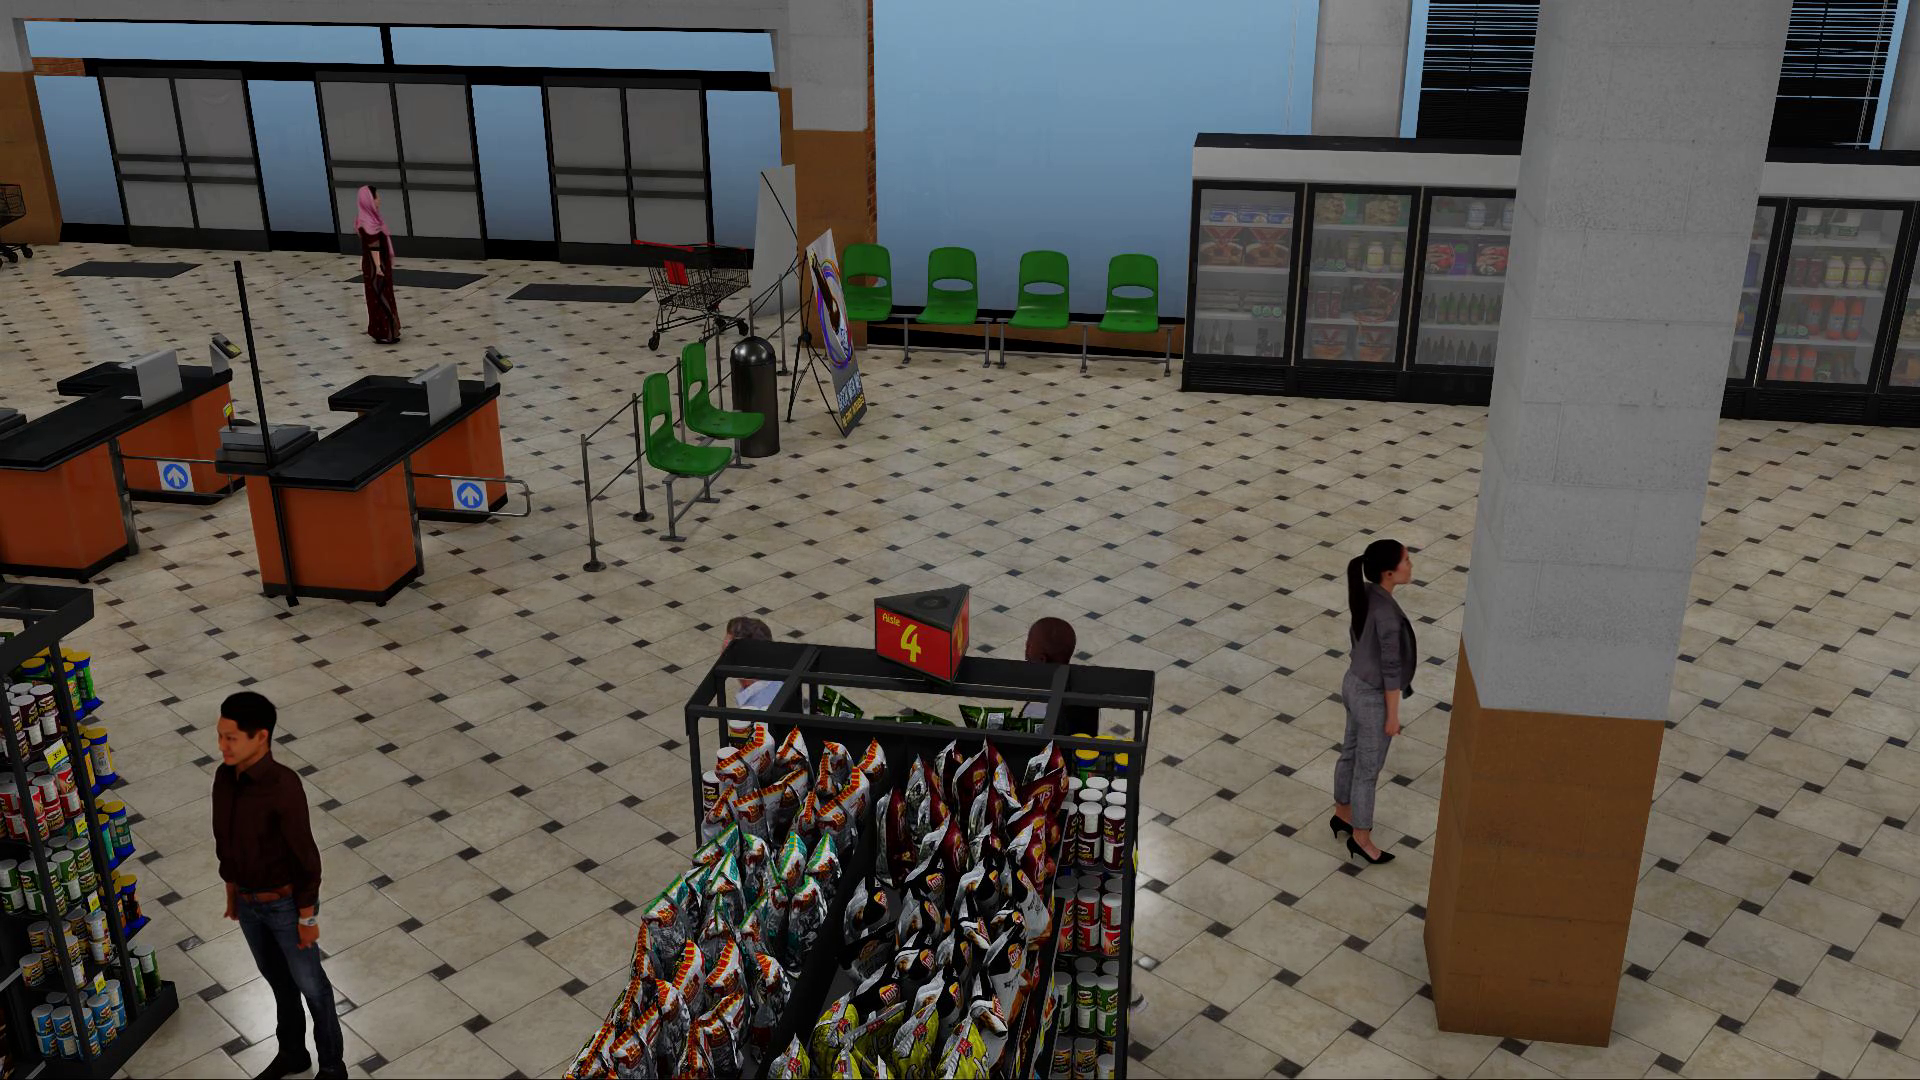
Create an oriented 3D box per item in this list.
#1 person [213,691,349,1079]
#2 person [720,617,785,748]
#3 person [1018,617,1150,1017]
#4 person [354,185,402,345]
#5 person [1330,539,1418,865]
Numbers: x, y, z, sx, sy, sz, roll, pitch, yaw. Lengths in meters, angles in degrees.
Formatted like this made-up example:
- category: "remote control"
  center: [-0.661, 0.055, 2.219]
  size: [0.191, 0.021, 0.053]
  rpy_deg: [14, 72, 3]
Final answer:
- category: "person"
  center: [-2.662, 1.391, 6.489]
  size: [0.701, 1.782, 0.635]
  rpy_deg: [11, 24, 25]
- category: "person"
  center: [-0.718, 1.209, 6.992]
  size: [0.769, 1.745, 0.921]
  rpy_deg: [3, 22, 8]
- category: "person"
  center: [0.477, 1.194, 6.954]
  size: [1.046, 1.802, 1.211]
  rpy_deg: [14, 26, 30]
- category: "person"
  center: [-6.065, -2.868, 17.279]
  size: [0.811, 1.639, 0.693]
  rpy_deg: [-6, 23, -15]
- category: "person"
  center: [2.011, 0.778, 8.153]
  size: [0.749, 1.678, 0.627]
  rpy_deg: [-3, 22, -7]
